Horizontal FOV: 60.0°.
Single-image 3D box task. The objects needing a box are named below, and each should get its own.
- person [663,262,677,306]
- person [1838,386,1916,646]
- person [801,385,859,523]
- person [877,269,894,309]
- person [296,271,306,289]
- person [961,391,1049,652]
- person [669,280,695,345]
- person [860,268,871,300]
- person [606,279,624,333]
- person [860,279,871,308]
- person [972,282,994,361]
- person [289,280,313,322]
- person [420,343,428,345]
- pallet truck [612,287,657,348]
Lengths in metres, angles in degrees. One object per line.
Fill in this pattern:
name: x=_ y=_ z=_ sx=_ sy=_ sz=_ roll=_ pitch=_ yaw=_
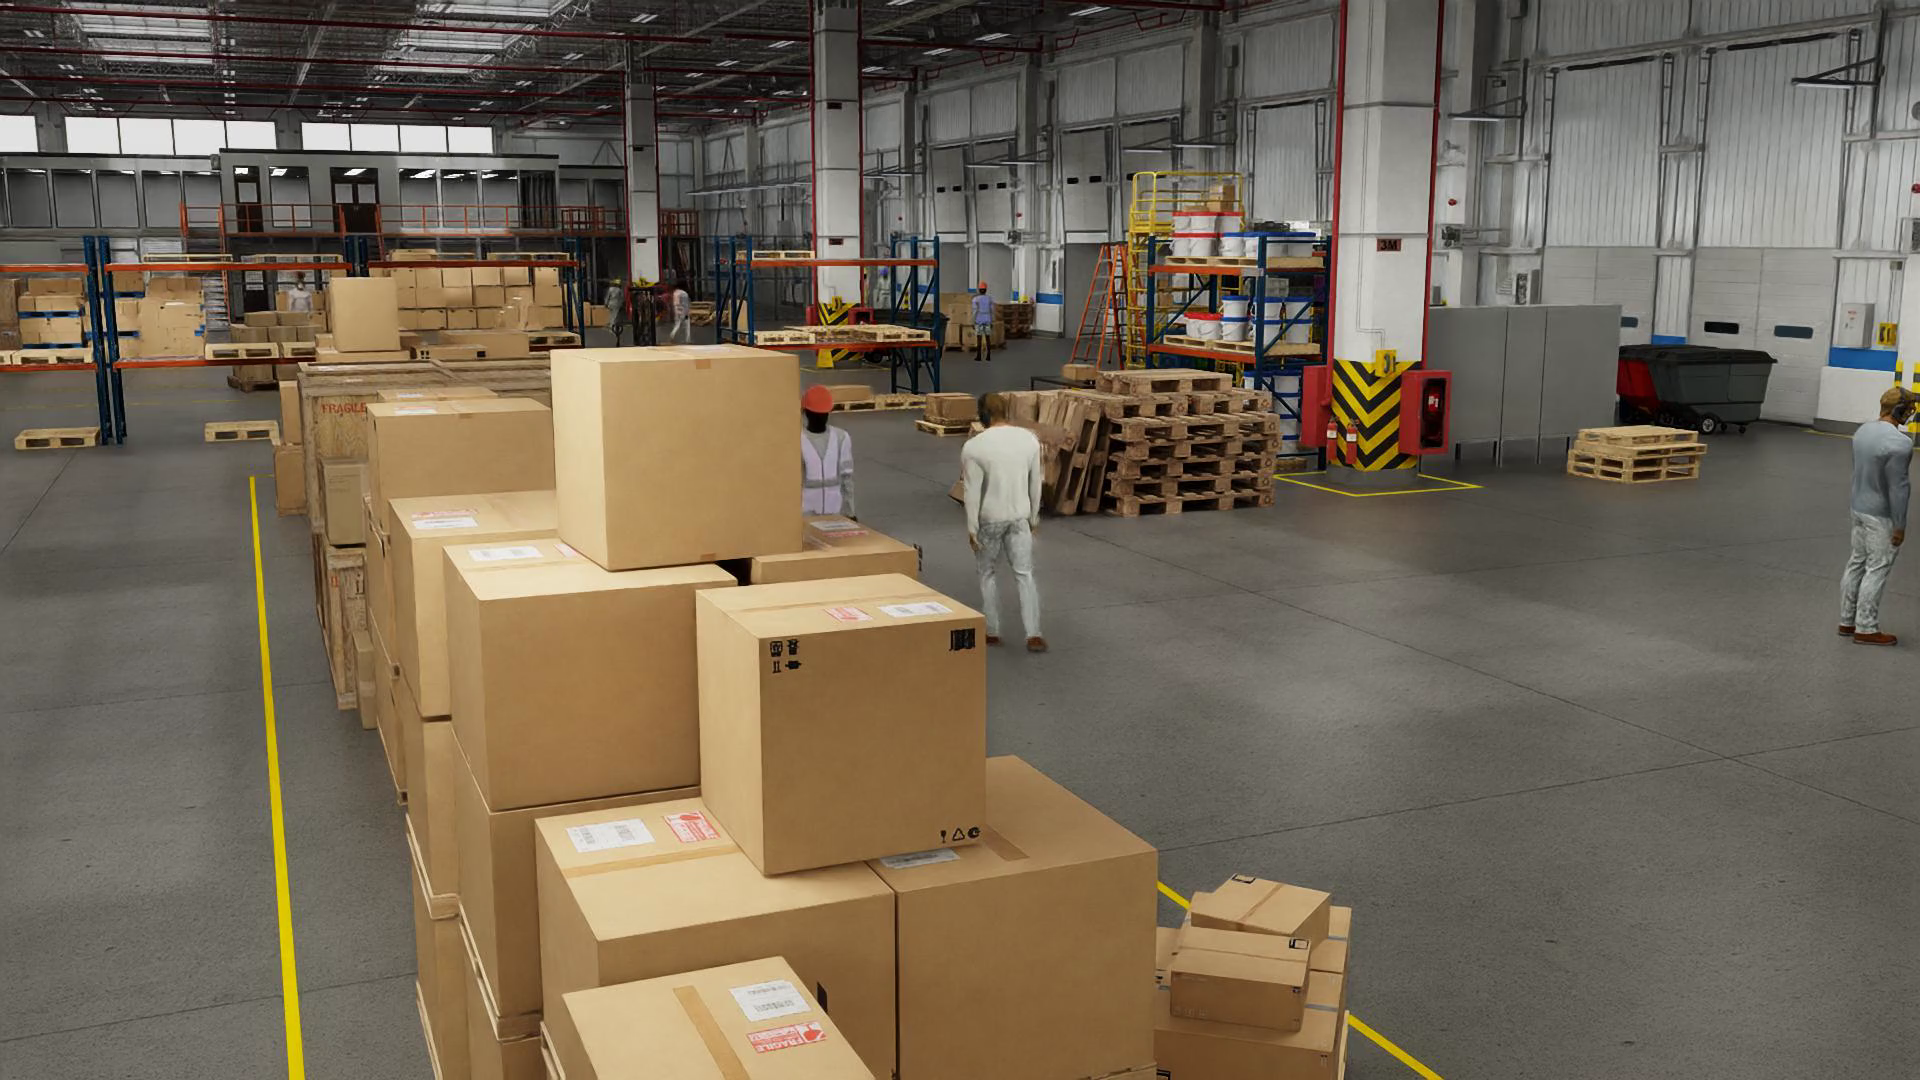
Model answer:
person: x=-12.947 y=-11.432 z=74.166 sx=0.612 sy=1.986 sz=0.407 roll=-1 pitch=10 yaw=-3
person: x=6.791 y=-0.173 z=12.285 sx=0.386 sy=1.927 sz=0.636 roll=0 pitch=10 yaw=-1
person: x=-1.045 y=-0.214 z=12.576 sx=0.548 sy=1.905 sz=0.777 roll=-5 pitch=11 yaw=-24
person: x=-2.652 y=-8.680 z=59.206 sx=0.640 sy=1.920 sz=0.452 roll=0 pitch=10 yaw=-1
person: x=-23.260 y=-8.587 z=58.797 sx=0.426 sy=1.864 sz=0.607 roll=-8 pitch=13 yaw=-36
person: x=0.346 y=-0.115 z=12.062 sx=0.651 sy=1.905 sz=0.723 roll=-4 pitch=11 yaw=-22
person: x=-7.854 y=-6.398 z=46.867 sx=0.642 sy=1.822 sz=0.652 roll=10 pitch=14 yaw=44
person: x=-3.439 y=-8.744 z=59.506 sx=0.589 sy=1.928 sz=0.386 roll=-9 pitch=14 yaw=-41
person: x=-11.028 y=-7.503 z=53.334 sx=0.549 sy=1.683 sz=0.754 roll=5 pitch=11 yaw=24
person: x=-2.857 y=-6.560 z=47.704 sx=0.621 sy=1.845 sz=0.429 roll=-2 pitch=10 yaw=-12
person: x=0.559 y=-5.369 z=40.875 sx=0.548 sy=1.937 sz=0.358 roll=-3 pitch=11 yaw=-16
person: x=-18.144 y=-6.240 z=45.846 sx=0.632 sy=1.891 sz=1.064 roll=-5 pitch=11 yaw=-24
person: x=-5.771 y=-1.135 z=17.634 sx=0.689 sy=1.904 sz=0.601 roll=-5 pitch=11 yaw=-26
pallet truck: x=-6.464 y=-4.406 z=35.401 sx=0.823 sy=1.965 sz=1.885 roll=6 pitch=12 yaw=32
